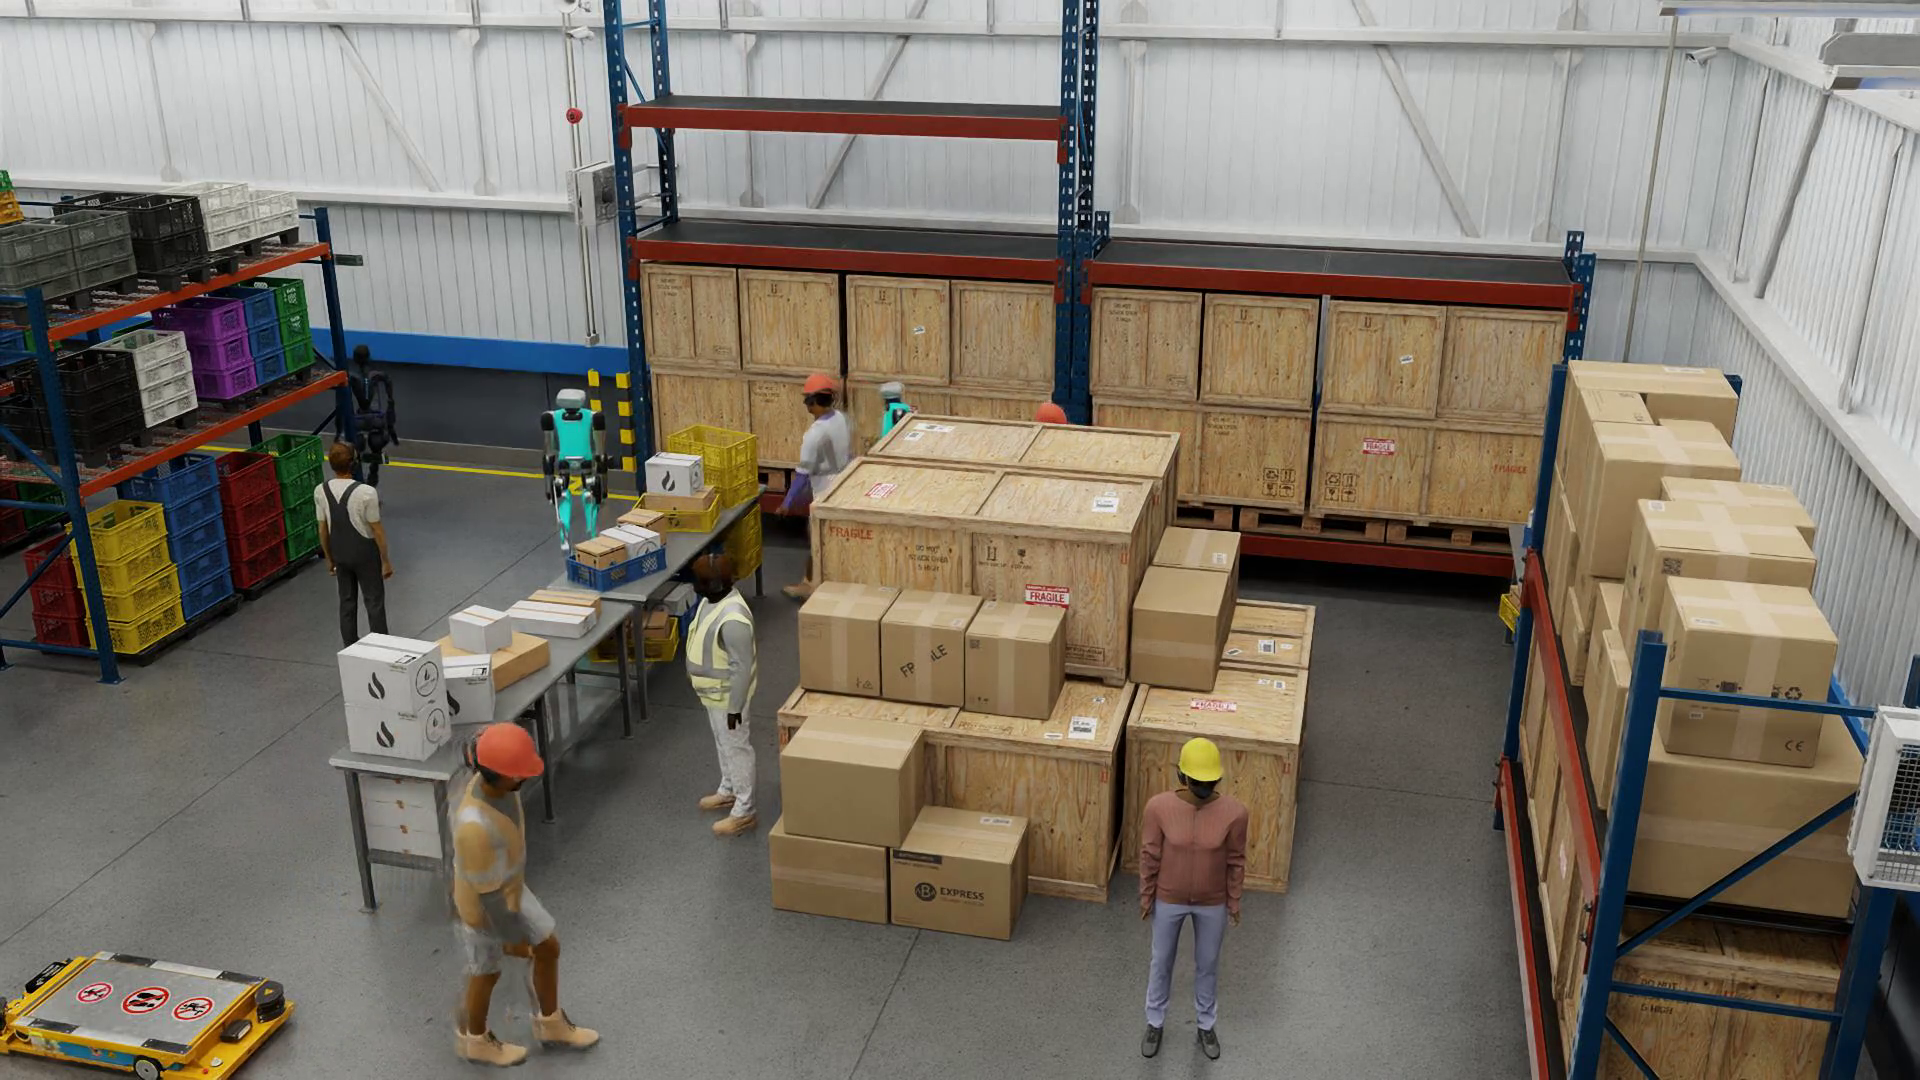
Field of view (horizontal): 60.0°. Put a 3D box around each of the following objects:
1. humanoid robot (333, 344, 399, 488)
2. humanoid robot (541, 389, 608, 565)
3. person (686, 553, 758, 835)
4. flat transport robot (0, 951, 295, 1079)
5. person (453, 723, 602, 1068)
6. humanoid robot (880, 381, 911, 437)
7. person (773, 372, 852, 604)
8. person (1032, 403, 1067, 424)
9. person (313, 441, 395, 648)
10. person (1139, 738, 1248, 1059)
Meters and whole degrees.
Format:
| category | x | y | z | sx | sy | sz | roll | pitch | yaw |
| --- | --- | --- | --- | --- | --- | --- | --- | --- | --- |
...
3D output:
| category | x | y | z | sx | sy | sz | roll | pitch | yaw |
| --- | --- | --- | --- | --- | --- | --- | --- | --- | --- |
| humanoid robot | -5.672 | -1.057 | 15.854 | 0.614 | 1.632 | 0.425 | -13 | 25 | -31 |
| humanoid robot | -3.196 | -0.326 | 13.870 | 0.544 | 1.803 | 0.837 | -3 | 21 | -8 |
| person | -1.481 | 0.944 | 10.375 | 0.429 | 1.840 | 0.629 | -8 | 22 | -20 |
| flat transport robot | -4.270 | 2.464 | 8.601 | 1.431 | 0.231 | 0.659 | 5 | 22 | 13 |
| person | -2.154 | 1.750 | 8.045 | 0.790 | 1.993 | 0.649 | 3 | 21 | 7 |
| humanoid robot | -0.827 | -0.452 | 14.239 | 0.875 | 1.791 | 0.556 | -5 | 22 | -13 |
| person | -1.152 | -0.368 | 13.560 | 0.816 | 2.004 | 0.649 | 6 | 22 | 14 |
| person | 0.619 | -0.169 | 13.179 | 0.661 | 1.921 | 0.572 | 6 | 22 | 16 |
| person | -4.509 | 0.150 | 12.445 | 0.505 | 1.846 | 0.347 | 3 | 21 | 9 |
| person | 1.150 | 1.782 | 8.280 | 0.524 | 1.772 | 0.303 | 1 | 21 | 3 |
